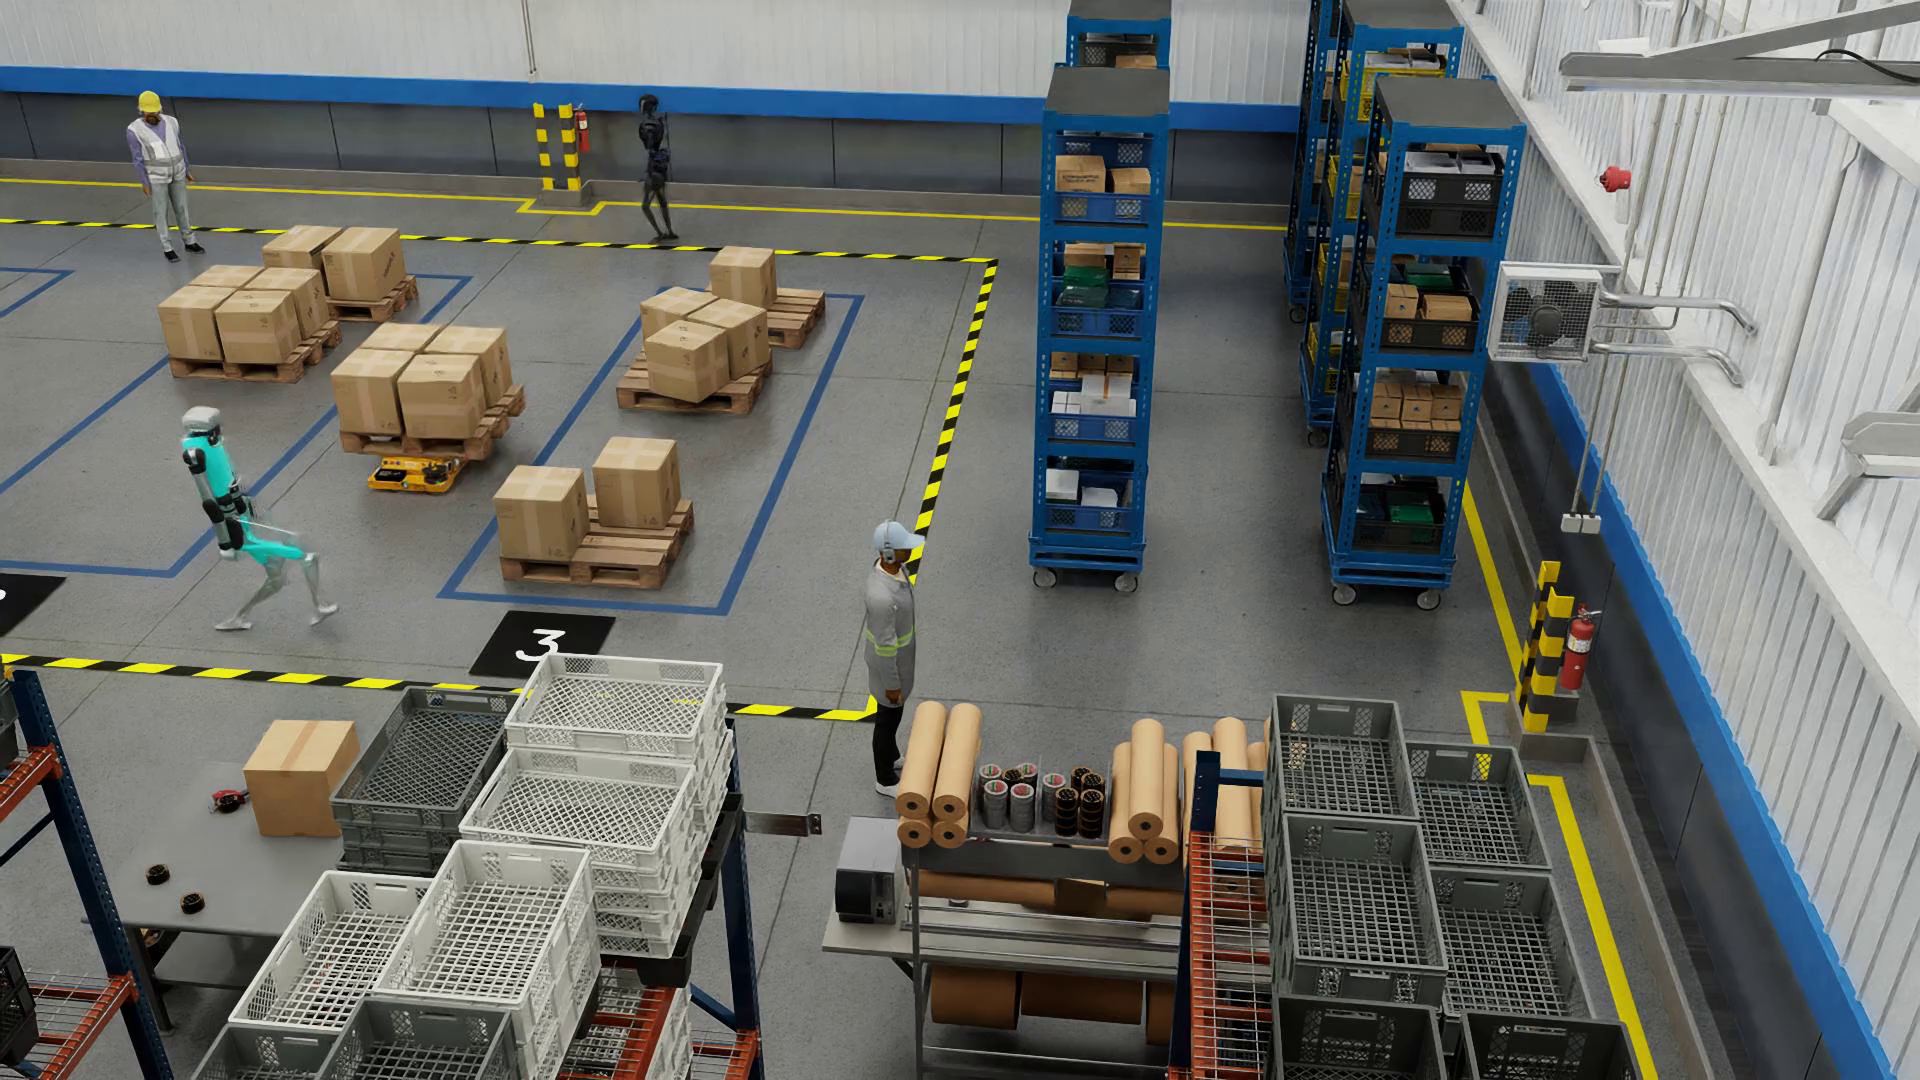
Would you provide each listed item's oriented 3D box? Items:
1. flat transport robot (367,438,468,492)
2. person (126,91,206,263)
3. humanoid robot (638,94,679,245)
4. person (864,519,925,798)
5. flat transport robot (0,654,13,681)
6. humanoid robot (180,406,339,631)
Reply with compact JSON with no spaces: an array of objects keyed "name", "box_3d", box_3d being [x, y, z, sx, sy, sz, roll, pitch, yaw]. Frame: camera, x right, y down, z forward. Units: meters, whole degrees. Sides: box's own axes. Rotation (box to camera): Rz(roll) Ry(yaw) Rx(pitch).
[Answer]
[{"name":"flat transport robot","box_3d":[-4.420,-0.835,14.080,0.652,0.197,1.431,3,30,6]},{"name":"person","box_3d":[-8.520,-3.916,17.852,0.405,1.824,0.589,20,36,31]},{"name":"humanoid robot","box_3d":[-3.348,-4.084,18.283,0.365,1.649,0.599,-2,30,-3]},{"name":"person","box_3d":[-0.384,0.702,9.893,0.365,1.852,0.589,2,30,3]},{"name":"flat transport robot","box_3d":[-7.142,0.969,11.010,1.431,0.231,0.659,3,30,6]},{"name":"humanoid robot","box_3d":[-4.766,-0.108,11.463,1.043,1.778,0.530,-5,31,-8]}]
